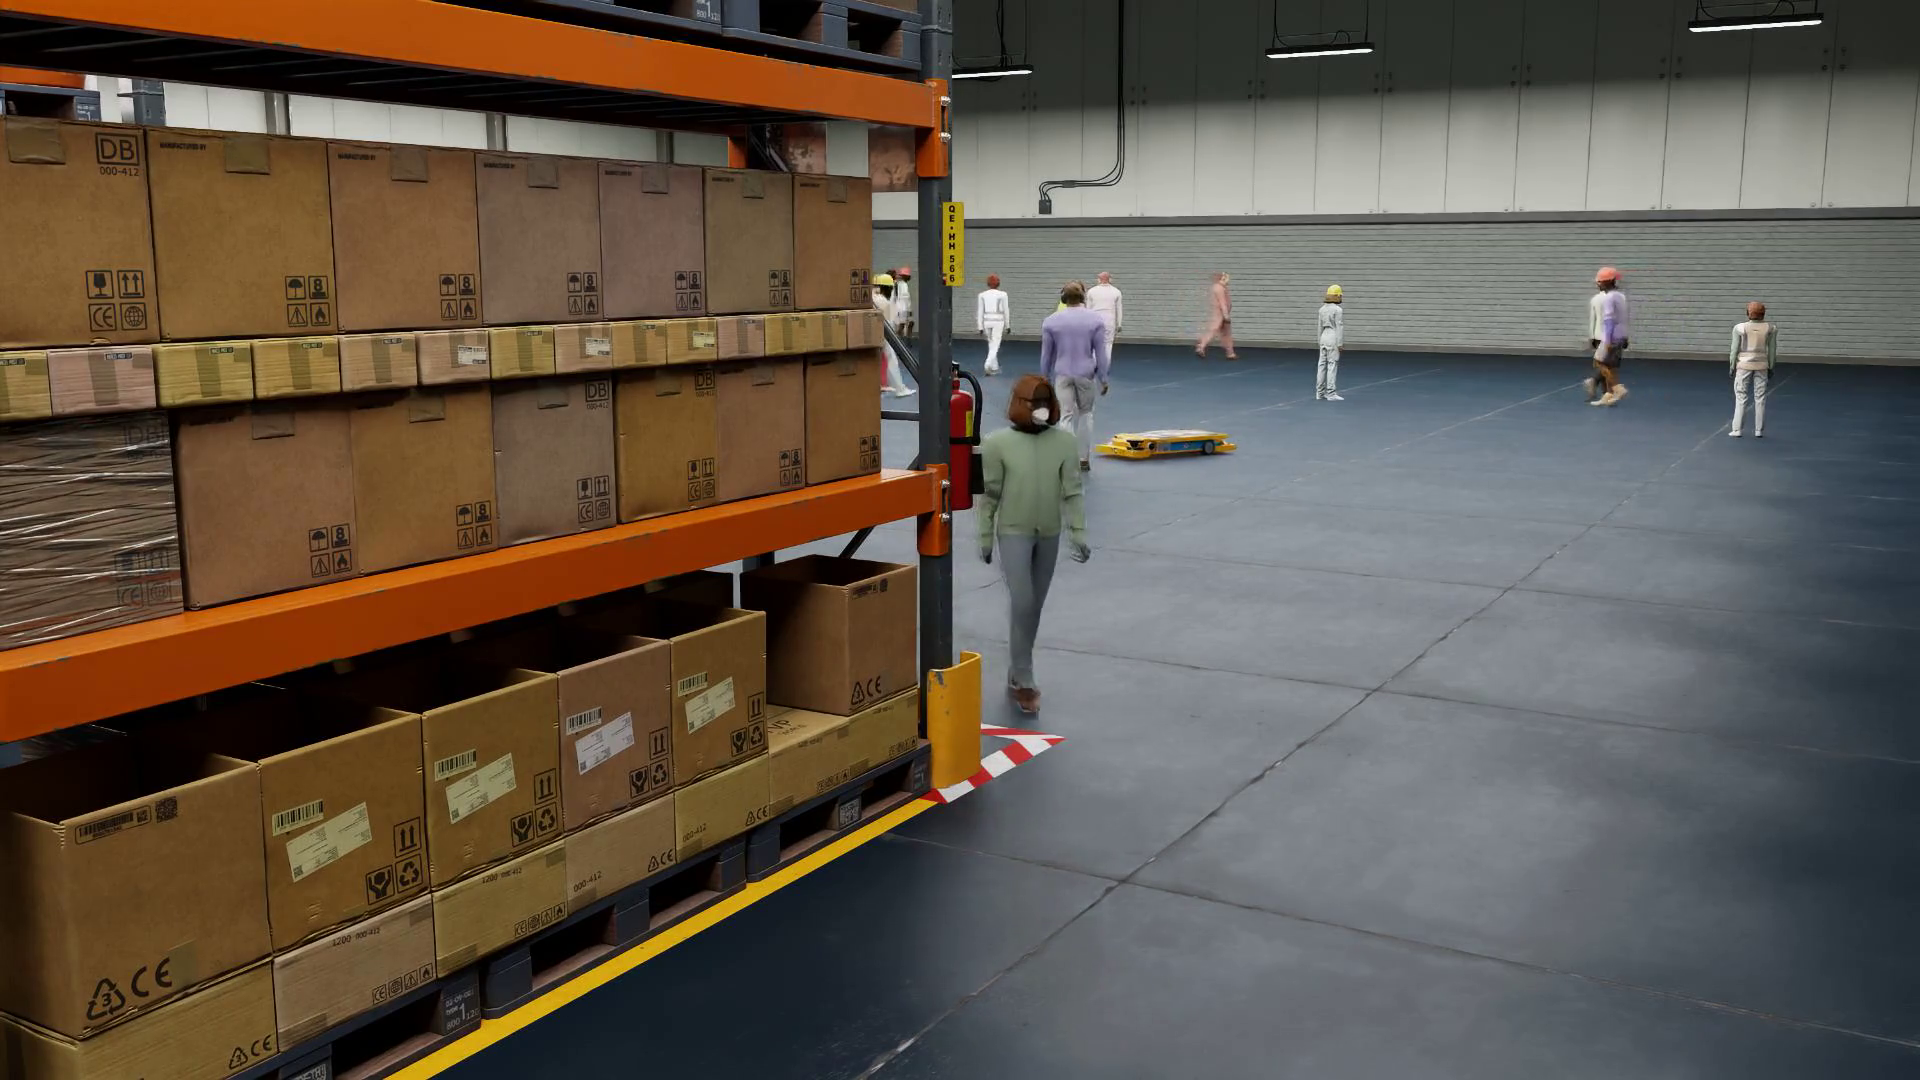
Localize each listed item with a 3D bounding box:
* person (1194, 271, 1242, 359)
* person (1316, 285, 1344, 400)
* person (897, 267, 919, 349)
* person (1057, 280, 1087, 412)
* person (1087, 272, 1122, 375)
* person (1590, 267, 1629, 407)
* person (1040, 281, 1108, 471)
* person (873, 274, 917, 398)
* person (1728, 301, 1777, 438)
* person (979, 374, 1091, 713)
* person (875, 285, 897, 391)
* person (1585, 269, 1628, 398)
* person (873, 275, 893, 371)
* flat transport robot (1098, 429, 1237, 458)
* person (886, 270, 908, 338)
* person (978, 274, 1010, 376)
[{"bbox_3d":[5.429,-4.715,34.992,0.959,1.876,0.634,2,10,14],"label":"person"},{"bbox_3d":[5.633,-2.986,25.199,0.325,1.740,0.492,-5,11,-28],"label":"person"},{"bbox_3d":[-1.198,-5.374,38.651,0.701,1.913,0.567,-1,10,-4],"label":"person"},{"bbox_3d":[1.601,-2.706,23.288,0.429,1.838,0.626,-4,11,-23],"label":"person"},{"bbox_3d":[2.651,-3.979,30.599,0.666,1.884,0.567,1,10,7],"label":"person"},{"bbox_3d":[9.329,-2.907,23.911,0.511,2.021,0.618,7,12,34],"label":"person"},{"bbox_3d":[1.142,-1.619,16.663,0.672,1.917,0.790,1,10,5],"label":"person"},{"bbox_3d":[-1.072,-3.108,25.455,0.898,1.888,0.617,-3,10,-16],"label":"person"},{"bbox_3d":[9.511,-2.043,19.975,0.522,1.640,0.306,2,10,9],"label":"person"},{"bbox_3d":[0.380,0.011,8.027,0.500,1.607,0.693,-4,11,-24],"label":"person"},{"bbox_3d":[-1.306,-3.236,26.644,0.598,1.751,0.529,-4,11,-23],"label":"person"},{"bbox_3d":[9.749,-3.087,25.097,0.756,1.976,0.625,-5,11,-25],"label":"person"},{"bbox_3d":[-1.517,-4.146,31.754,0.588,1.830,1.015,-6,11,-31],"label":"person"},{"bbox_3d":[2.286,-1.072,18.289,1.431,0.197,0.652,-6,11,-31],"label":"flat transport robot"},{"bbox_3d":[-1.642,-6.075,43.026,0.608,1.833,0.651,-6,11,-30],"label":"person"},{"bbox_3d":[0.582,-3.915,30.330,0.568,1.854,0.914,5,11,27],"label":"person"}]
